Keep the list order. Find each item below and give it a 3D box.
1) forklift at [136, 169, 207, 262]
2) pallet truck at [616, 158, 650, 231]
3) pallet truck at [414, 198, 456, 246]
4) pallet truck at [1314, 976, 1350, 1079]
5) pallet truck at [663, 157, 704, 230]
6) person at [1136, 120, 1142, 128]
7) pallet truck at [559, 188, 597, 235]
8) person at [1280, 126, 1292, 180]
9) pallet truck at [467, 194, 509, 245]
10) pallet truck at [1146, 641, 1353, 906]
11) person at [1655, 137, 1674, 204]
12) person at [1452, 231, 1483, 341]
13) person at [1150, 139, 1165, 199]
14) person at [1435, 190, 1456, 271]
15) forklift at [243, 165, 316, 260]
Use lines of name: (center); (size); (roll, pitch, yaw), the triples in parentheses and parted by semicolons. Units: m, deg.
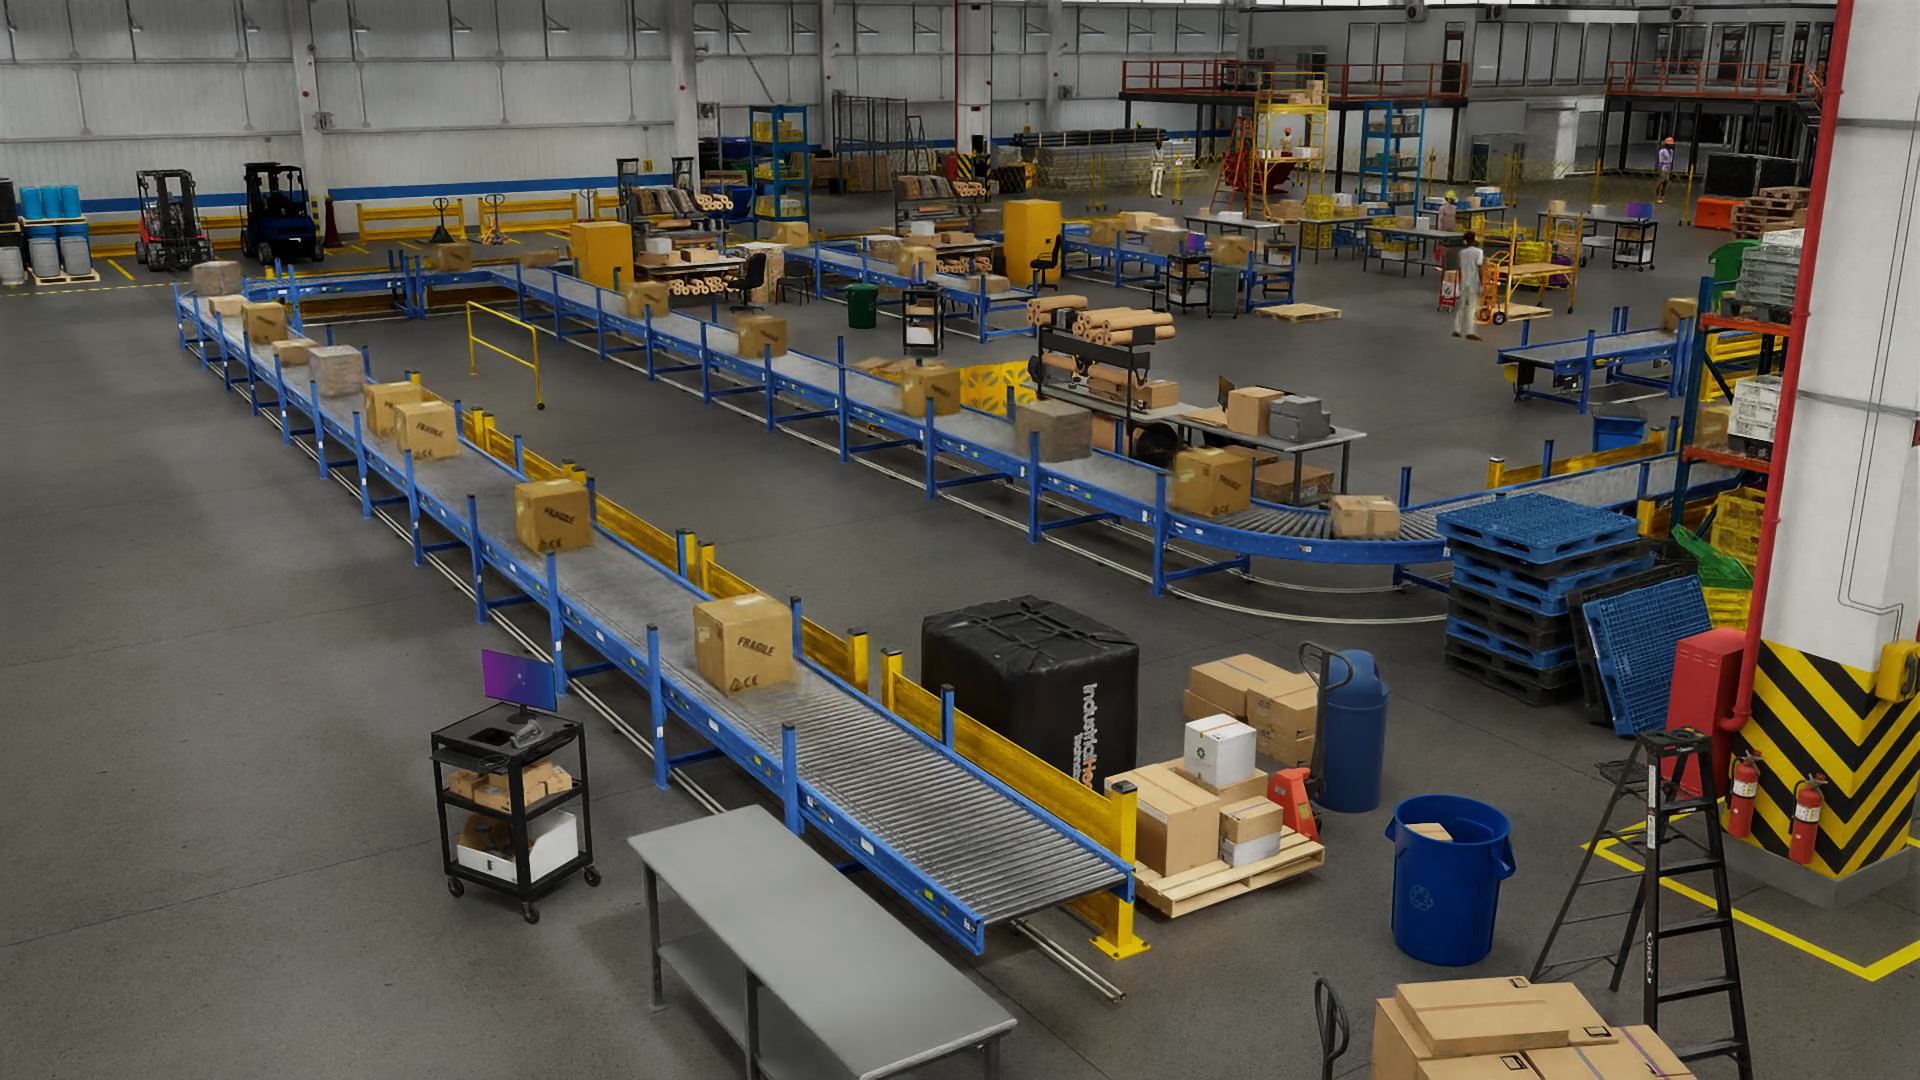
forklift: (-17.842, -7.318, 37.559); (1.157, 1.987, 2.680); (-10, 20, -31)
pallet truck: (-8.918, -9.176, 44.255); (0.823, 1.965, 1.885); (-9, 19, -27)
pallet truck: (-13.250, -8.060, 41.856); (0.680, 1.201, 1.601); (-10, 20, -31)
pallet truck: (2.299, 2.390, 7.086); (1.601, 1.201, 0.680); (-2, 17, -7)
pallet truck: (-7.586, -9.308, 44.692); (0.823, 1.965, 1.885); (-11, 20, -33)
person: (7.060, -15.627, 65.841); (0.587, 1.927, 0.367); (-11, 20, -32)
pallet truck: (-10.010, -8.652, 43.699); (0.653, 1.274, 1.630); (-10, 20, -31)
person: (11.979, -14.208, 61.094); (0.545, 1.942, 0.350); (-11, 20, -32)
pallet truck: (-11.983, -8.177, 42.137); (0.704, 1.261, 1.522); (-11, 20, -33)
pallet truck: (1.664, 1.407, 10.232); (1.630, 1.274, 0.653); (-10, 20, -31)
person: (22.181, -11.611, 52.279); (0.607, 2.044, 0.375); (-11, 20, -32)
person: (8.788, -4.351, 28.499); (0.339, 1.833, 0.688); (-11, 20, -33)
person: (6.412, -12.030, 53.946); (0.575, 1.885, 0.355); (-11, 20, -32)
person: (10.844, -6.895, 37.054); (0.525, 1.772, 0.305); (-11, 20, -32)
forklift: (-15.898, -7.669, 38.708); (1.157, 1.987, 2.680); (-11, 20, -33)
